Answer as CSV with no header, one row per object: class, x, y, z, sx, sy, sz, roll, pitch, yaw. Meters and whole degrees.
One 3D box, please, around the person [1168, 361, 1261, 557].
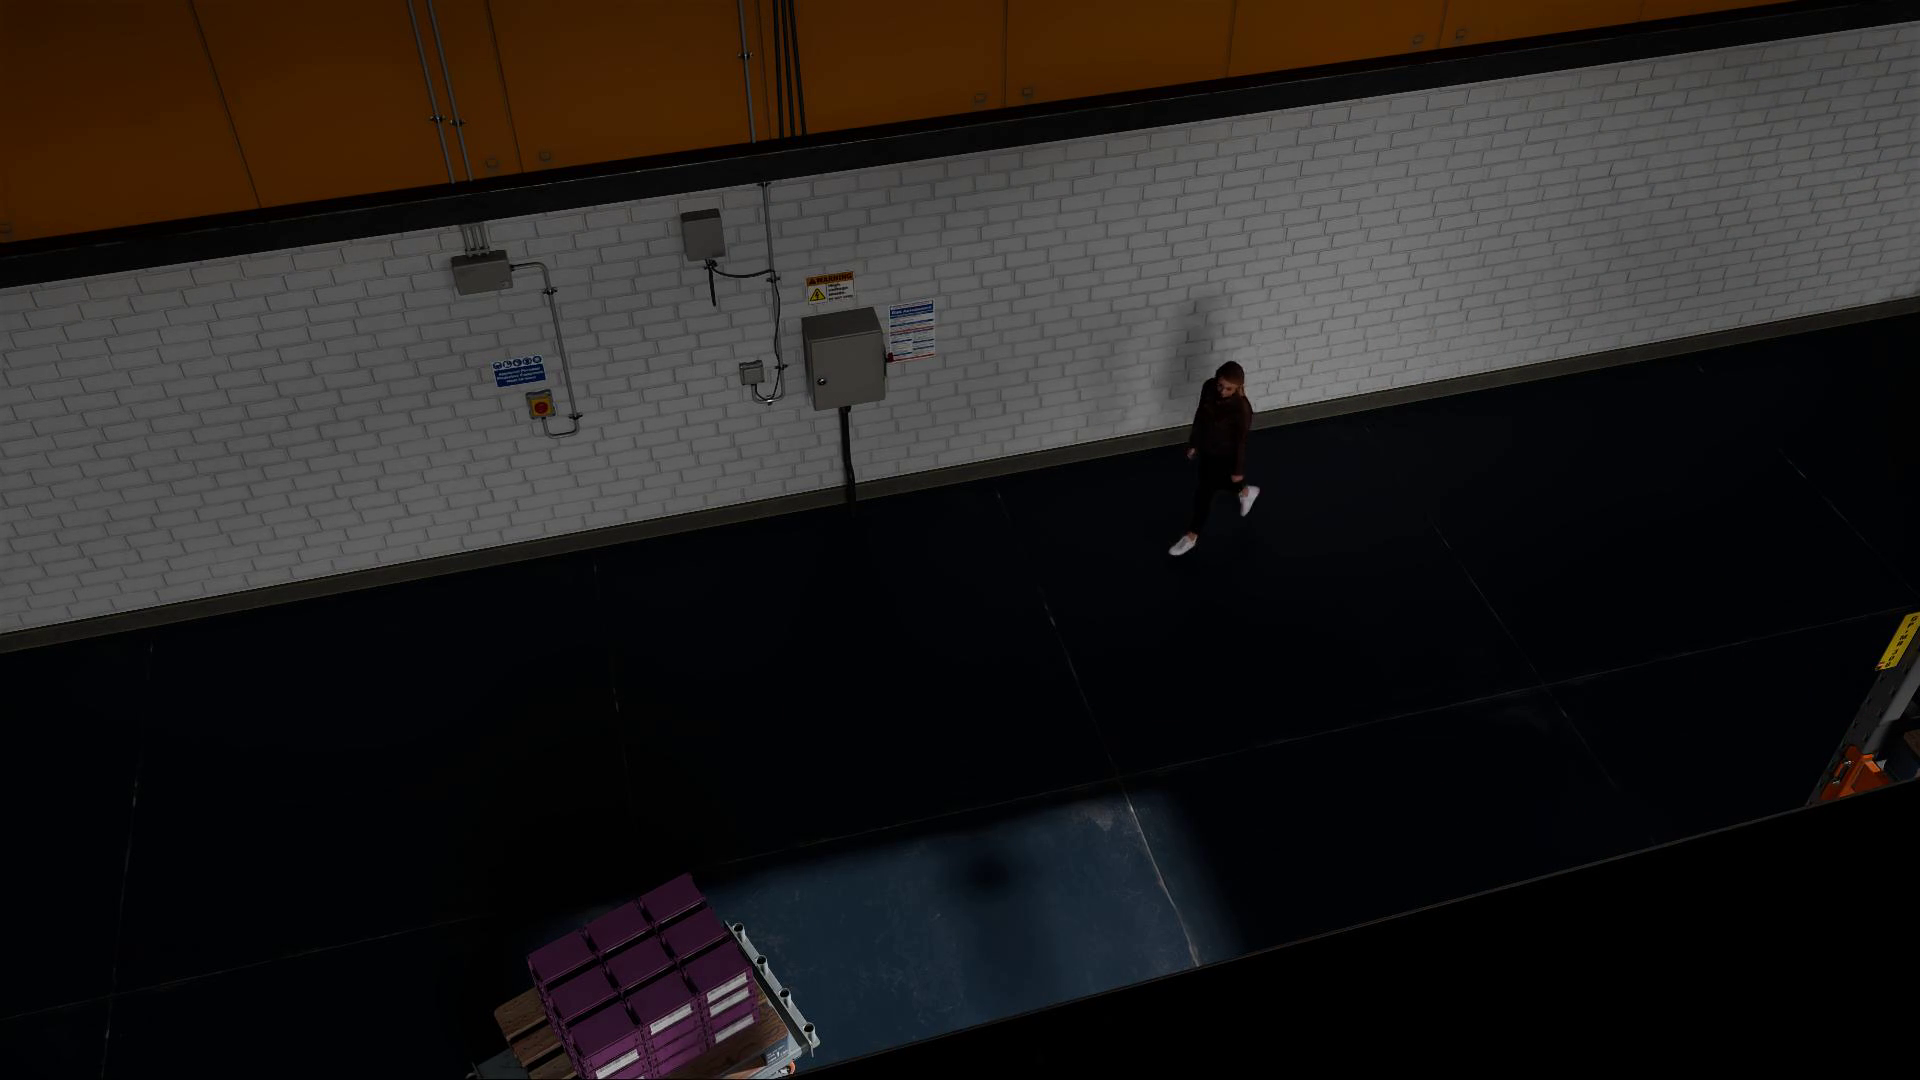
person,1.845,-0.613,11.517,0.876,1.674,1.037,-23,48,-22
